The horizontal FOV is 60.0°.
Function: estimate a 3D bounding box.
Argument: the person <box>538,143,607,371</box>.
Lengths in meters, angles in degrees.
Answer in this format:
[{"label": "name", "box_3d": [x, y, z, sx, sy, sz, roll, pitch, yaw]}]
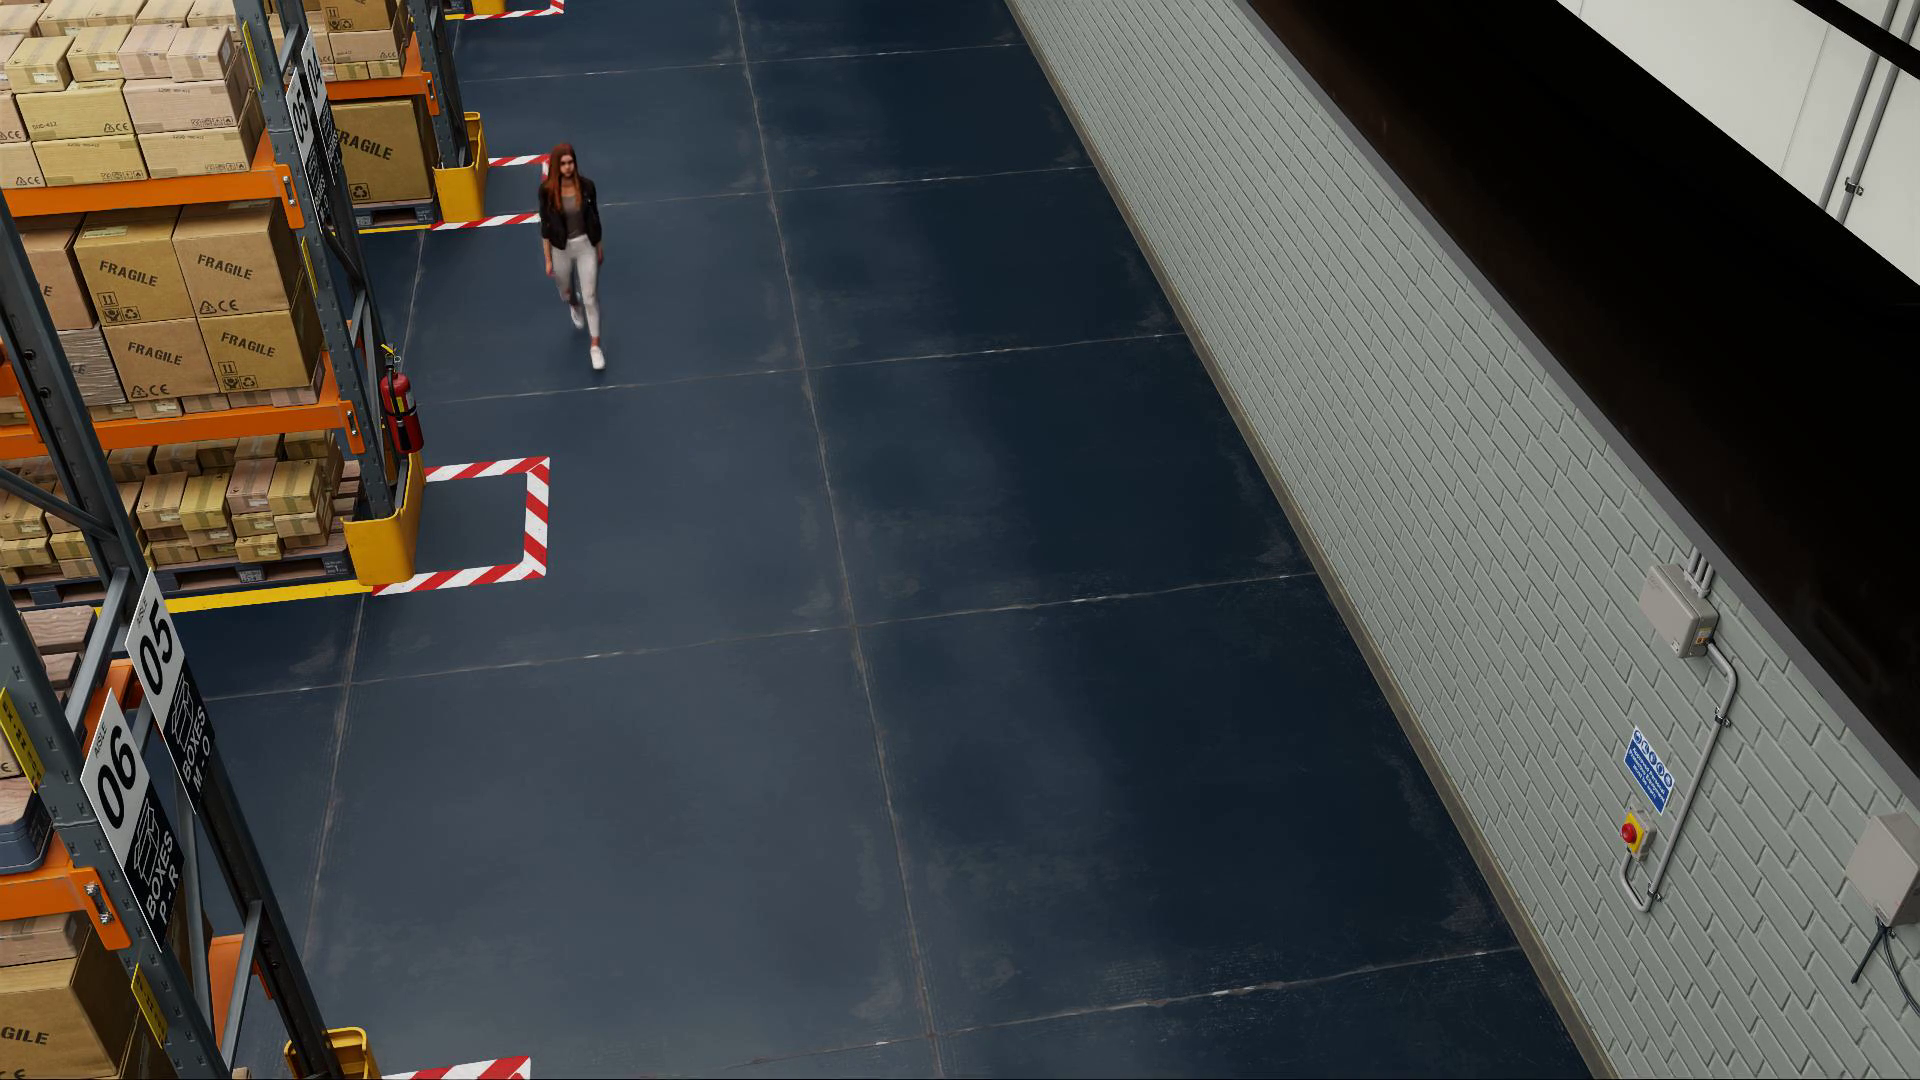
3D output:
[{"label": "person", "box_3d": [-2.857, -2.143, 12.248, 0.953, 1.683, 0.666, -8, 39, -10]}]
